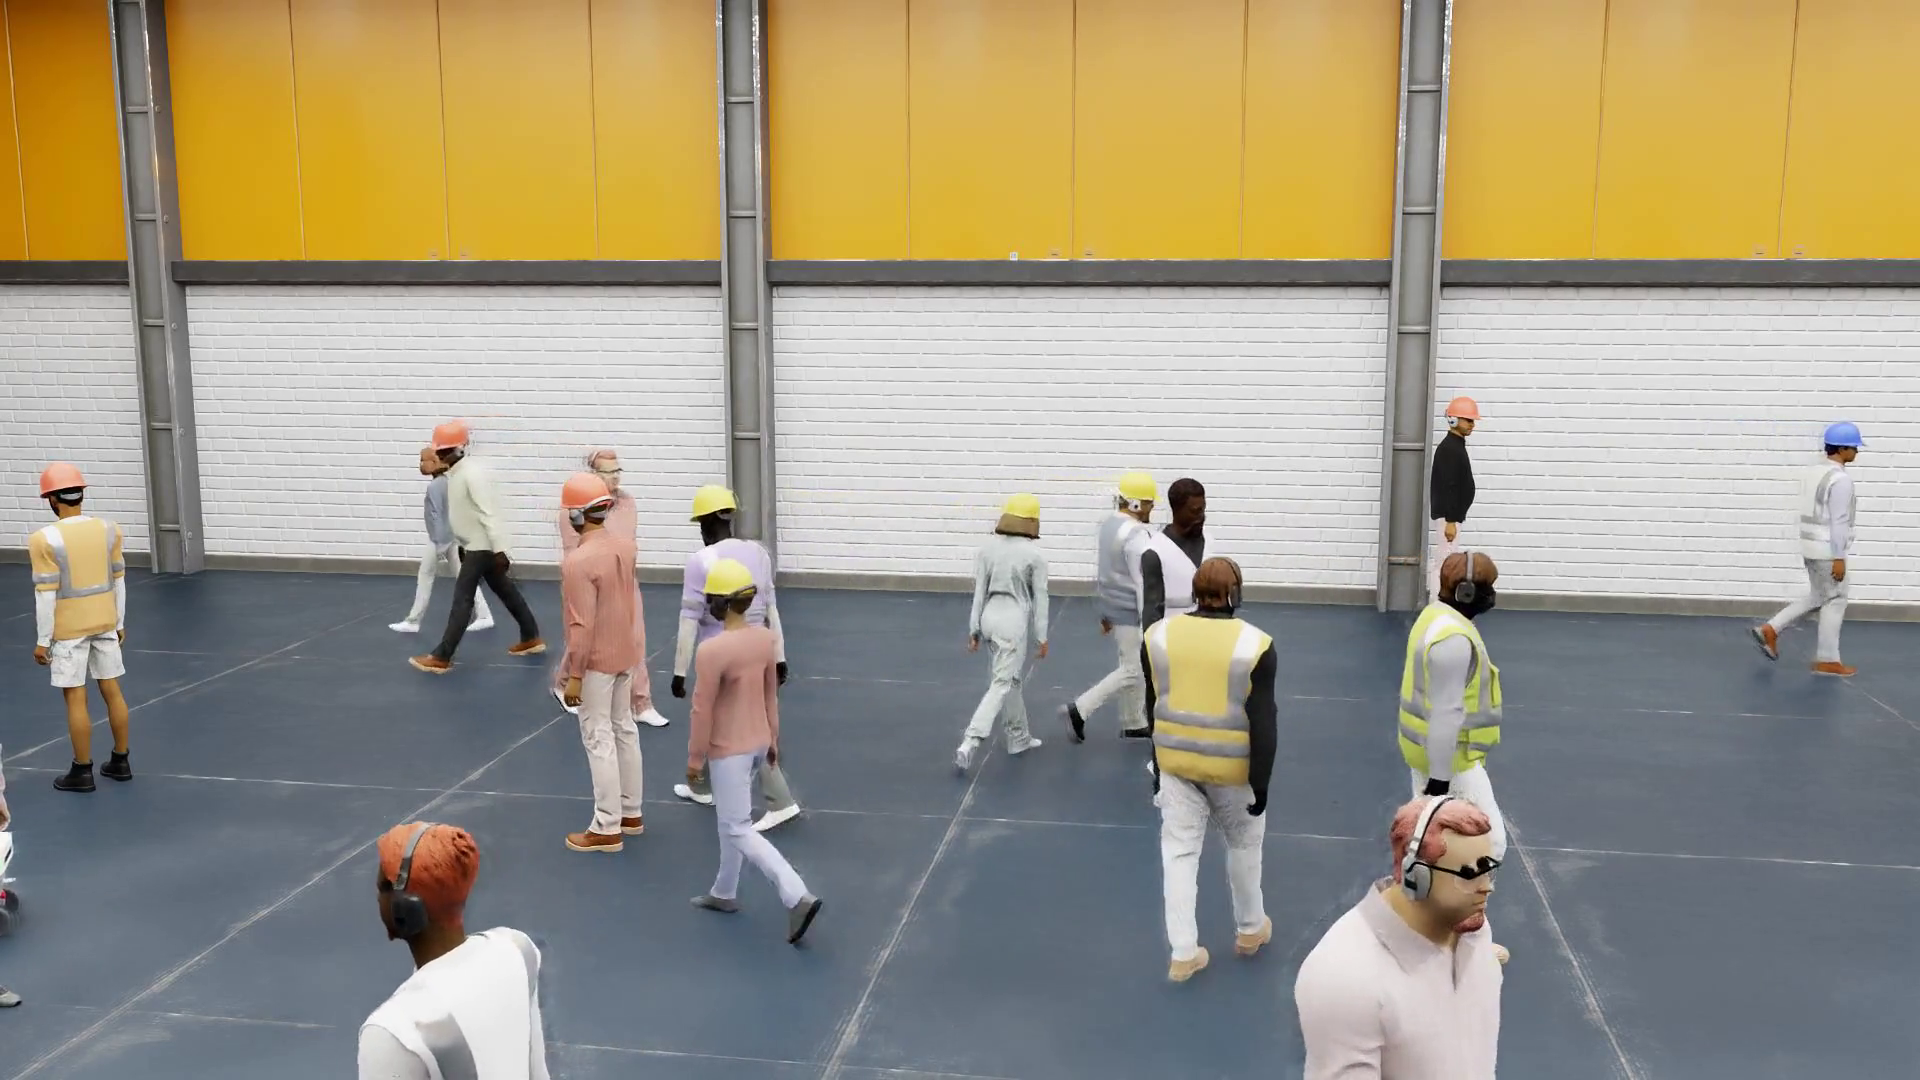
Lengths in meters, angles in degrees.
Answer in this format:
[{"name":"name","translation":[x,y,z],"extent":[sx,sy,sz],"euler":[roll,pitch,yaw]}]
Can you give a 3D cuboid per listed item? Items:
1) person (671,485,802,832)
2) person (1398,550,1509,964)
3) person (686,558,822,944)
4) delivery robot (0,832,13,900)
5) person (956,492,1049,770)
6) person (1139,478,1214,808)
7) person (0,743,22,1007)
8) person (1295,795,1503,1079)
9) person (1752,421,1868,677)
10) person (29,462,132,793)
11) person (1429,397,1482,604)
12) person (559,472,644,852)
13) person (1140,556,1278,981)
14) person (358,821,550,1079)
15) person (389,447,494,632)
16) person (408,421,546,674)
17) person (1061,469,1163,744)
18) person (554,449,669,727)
[{"name":"person","translation":[-1.247,0.635,9.148],"extent":[1.024,1.865,0.637],"euler":[6,11,34]},{"name":"person","translation":[2.227,0.949,7.290],"extent":[0.631,1.822,0.650],"euler":[2,9,10]},{"name":"person","translation":[-0.956,0.951,7.585],"extent":[0.789,1.742,0.527],"euler":[5,10,27]},{"name":"delivery robot","translation":[-4.704,1.498,7.537],"extent":[0.707,0.478,0.477],"euler":[-4,10,-21]},{"name":"person","translation":[0.247,0.560,10.175],"extent":[0.498,1.685,0.874],"euler":[7,12,38]},{"name":"person","translation":[1.228,0.593,9.260],"extent":[0.458,1.899,0.624],"euler":[9,13,42]},{"name":"person","translation":[-4.045,1.091,6.647],"extent":[0.350,1.756,0.518],"euler":[3,10,18]},{"name":"person","translation":[1.070,1.502,3.762],"extent":[0.658,1.865,0.931],"euler":[-7,11,-36]},{"name":"person","translation":[6.409,0.066,12.453],"extent":[0.624,1.932,0.616],"euler":[2,9,10]},{"name":"person","translation":[-5.147,0.508,9.711],"extent":[0.373,1.928,0.543],"euler":[5,11,30]},{"name":"person","translation":[4.128,-0.205,13.909],"extent":[0.392,1.989,0.618],"euler":[3,10,19]},{"name":"person","translation":[-1.905,0.635,8.728],"extent":[0.394,1.990,0.618],"euler":[3,10,16]},{"name":"person","translation":[1.123,0.961,7.280],"extent":[0.628,1.808,0.813],"euler":[4,10,25]},{"name":"person","translation":[-1.179,1.525,3.752],"extent":[0.974,1.829,0.596],"euler":[2,9,13]},{"name":"person","translation":[-4.340,-0.005,13.927],"extent":[0.875,1.585,0.517],"euler":[1,9,3]},{"name":"person","translation":[-3.701,0.036,12.710],"extent":[1.109,1.916,0.684],"euler":[-5,11,-29]},{"name":"person","translation":[0.991,0.444,10.496],"extent":[0.680,1.802,0.596],"euler":[-2,9,-12]},{"name":"person","translation":[-2.416,0.304,11.179],"extent":[0.981,1.865,0.657],"euler":[7,12,38]}]
